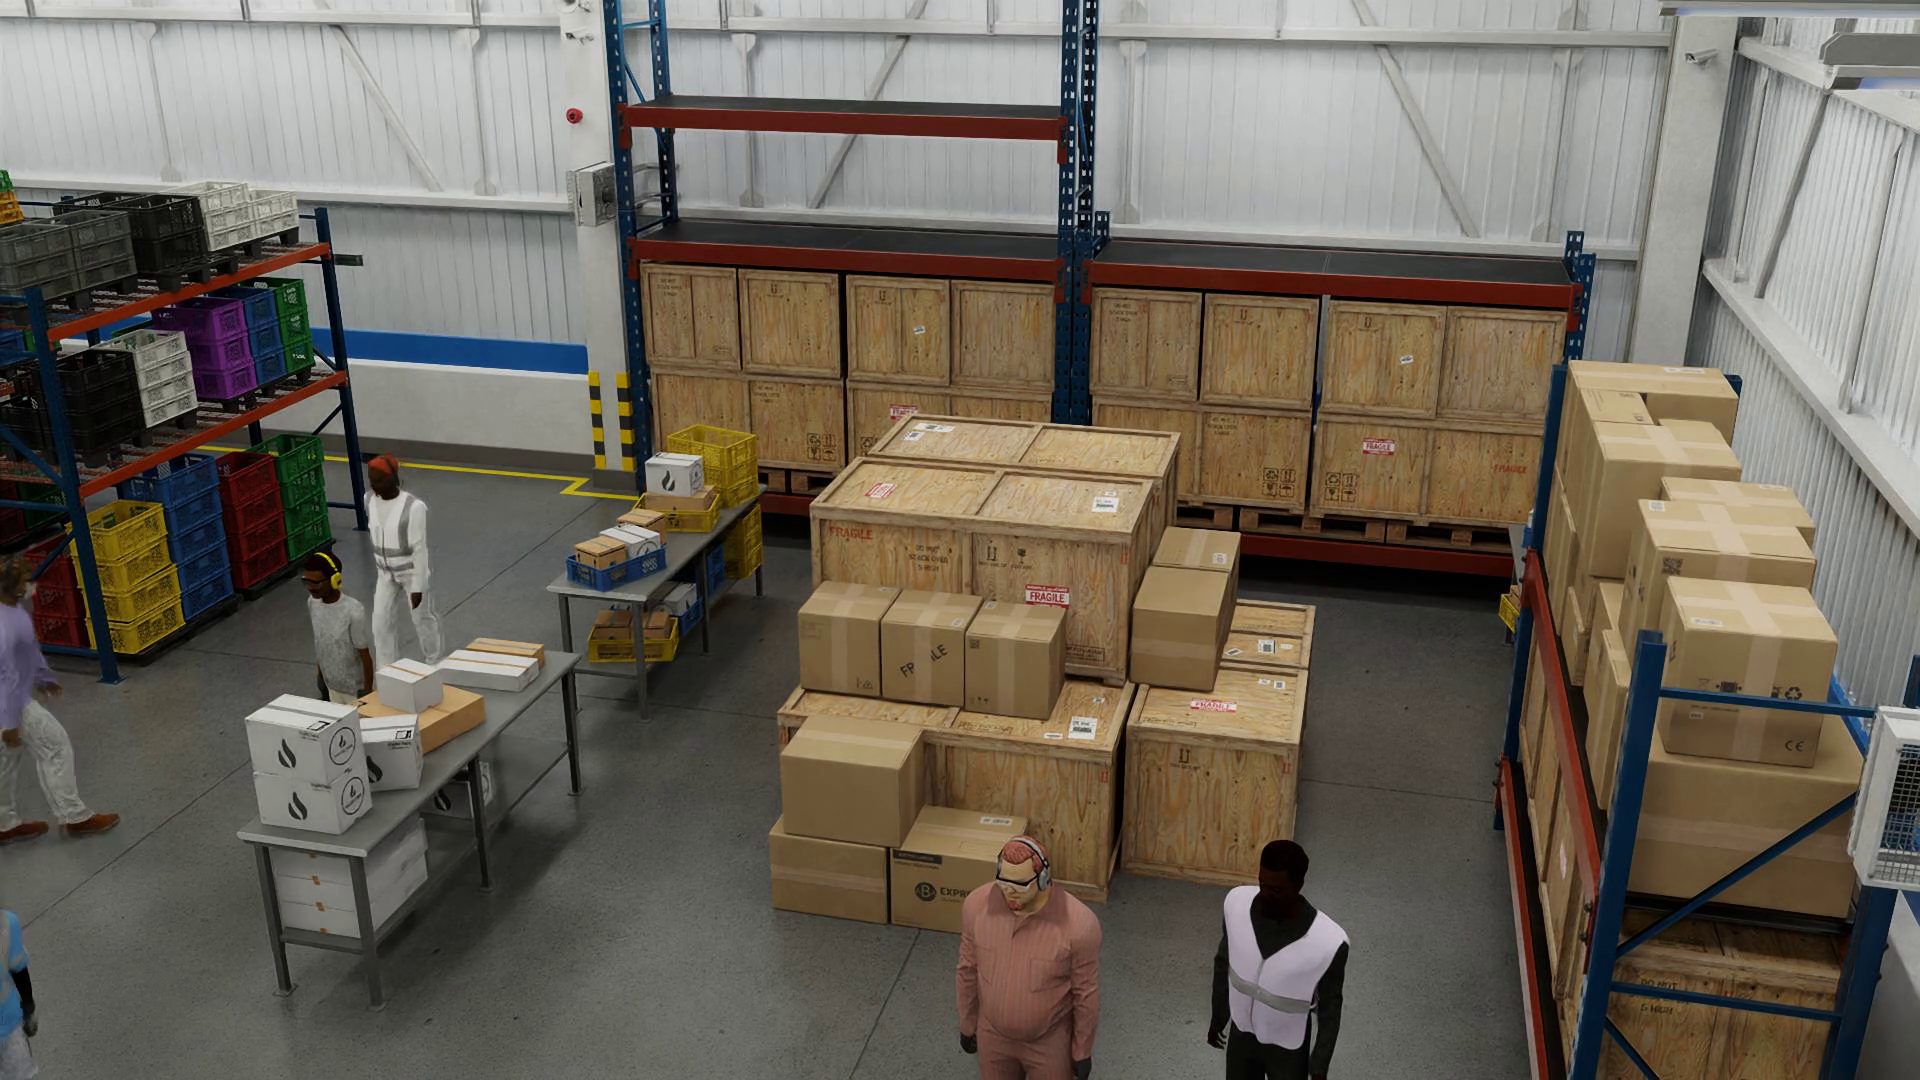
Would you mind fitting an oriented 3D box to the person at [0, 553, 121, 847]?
[{"bbox_3d":[-5.671,0.976,10.182,0.835,1.896,0.669,-12,24,-28],"label":"person"}]

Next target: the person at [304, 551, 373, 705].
[{"bbox_3d":[-3.828,0.932,10.365,0.510,1.862,0.322,12,24,29],"label":"person"}]

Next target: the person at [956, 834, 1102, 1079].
[{"bbox_3d":[0.276,2.124,7.194,0.647,1.901,0.402,9,23,22],"label":"person"}]

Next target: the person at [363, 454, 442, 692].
[{"bbox_3d":[-4.112,0.300,12.015,0.591,1.850,0.834,9,23,22],"label":"person"}]

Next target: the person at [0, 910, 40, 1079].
[{"bbox_3d":[-4.343,2.188,7.322,0.511,1.668,0.594,17,27,38],"label":"person"}]

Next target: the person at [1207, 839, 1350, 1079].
[{"bbox_3d":[1.345,2.124,7.159,0.587,1.920,0.391,16,26,36],"label":"person"}]
